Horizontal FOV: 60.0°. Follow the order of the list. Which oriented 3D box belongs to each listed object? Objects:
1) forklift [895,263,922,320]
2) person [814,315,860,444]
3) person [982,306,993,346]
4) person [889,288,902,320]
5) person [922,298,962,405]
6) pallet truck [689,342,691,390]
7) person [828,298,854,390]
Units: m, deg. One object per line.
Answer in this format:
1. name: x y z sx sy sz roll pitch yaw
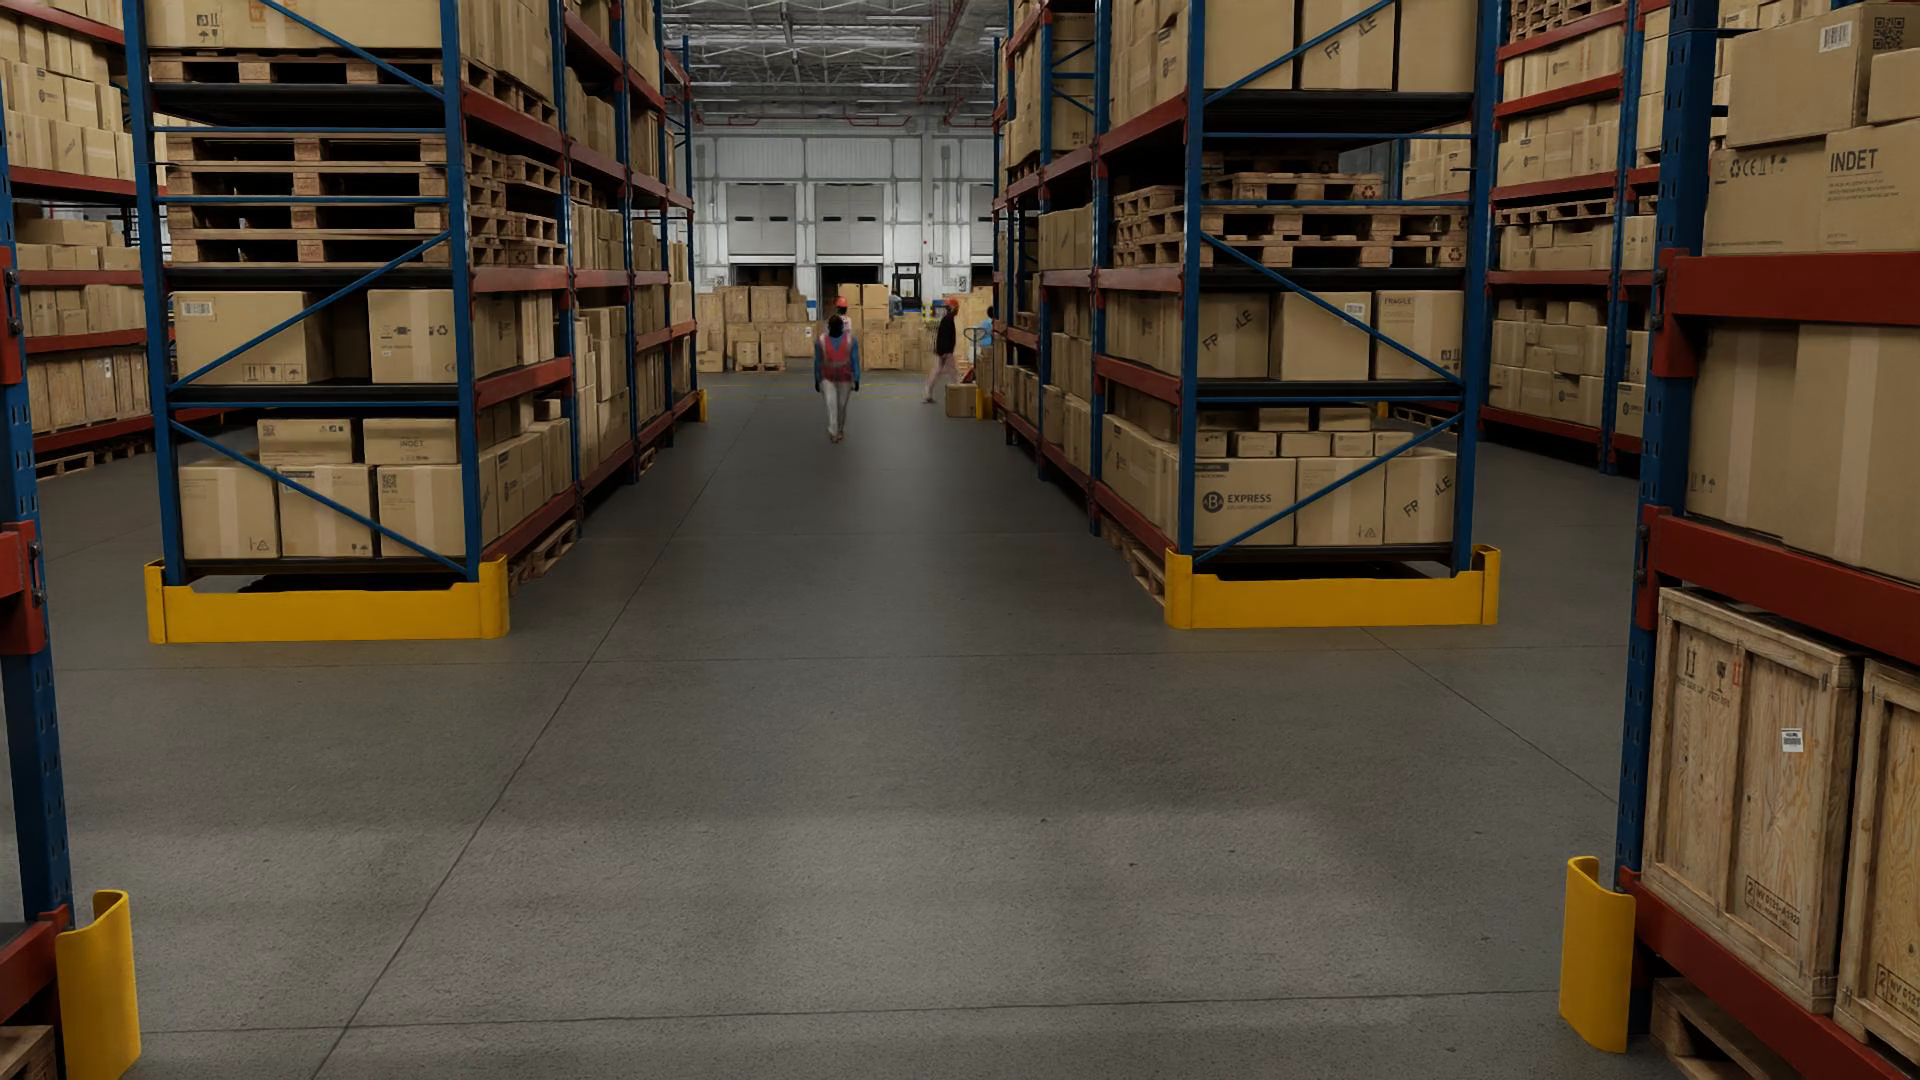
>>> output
1. forklift: -1.983 -9.012 62.419 1.129 2.768 1.873 -1 9 -4
2. person: -1.747 -2.294 23.629 0.634 1.804 0.929 -1 9 -8
3. person: 0.709 -4.278 36.400 0.422 1.679 0.548 -4 10 -22
4. person: -2.304 -7.828 57.976 0.634 1.929 0.381 3 10 21
5. person: -0.218 -3.423 30.295 1.045 1.930 0.625 -2 9 -13
6. pallet truck: -5.225 -3.008 27.480 1.885 1.965 0.823 2 9 14
7. person: -2.450 -3.933 33.620 0.558 1.904 0.954 7 11 37
